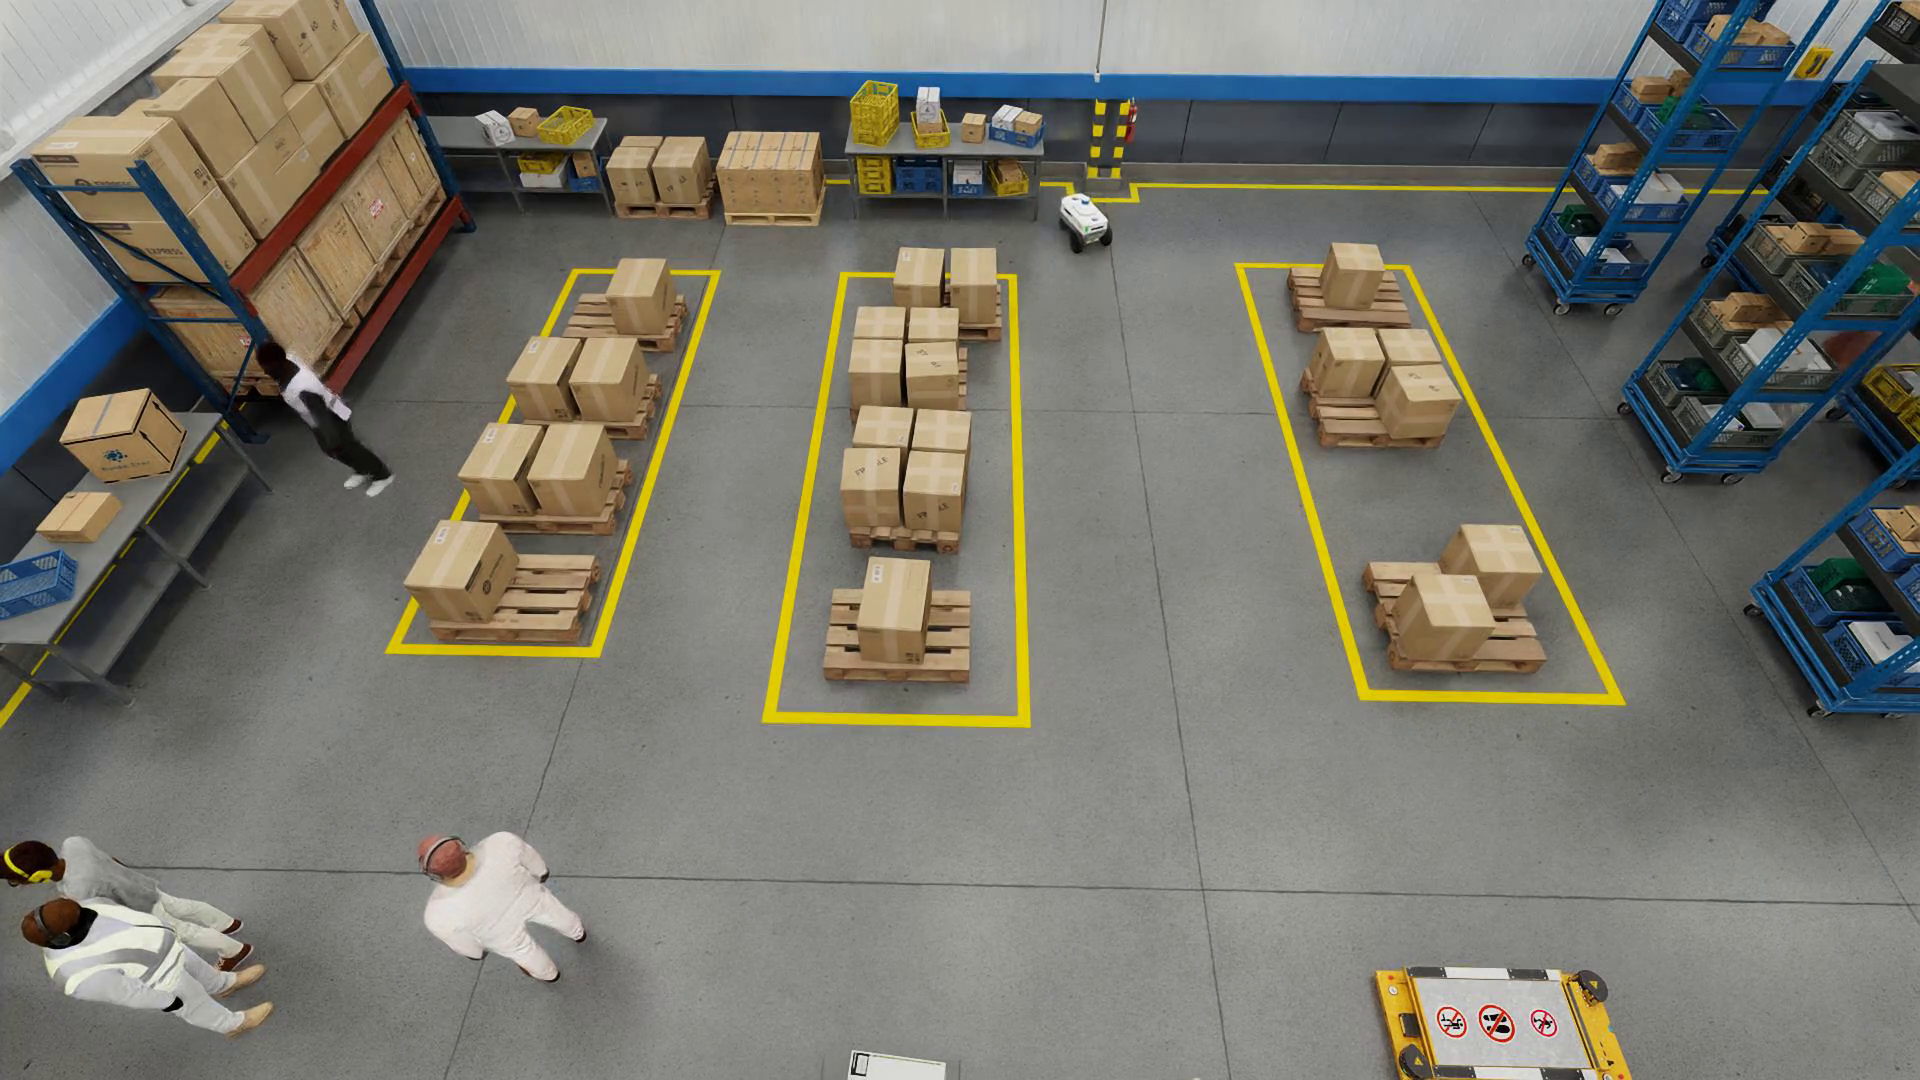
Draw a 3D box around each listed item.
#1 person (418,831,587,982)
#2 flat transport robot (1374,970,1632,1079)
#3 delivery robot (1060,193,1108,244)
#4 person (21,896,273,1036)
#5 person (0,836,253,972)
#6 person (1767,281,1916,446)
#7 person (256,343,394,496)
[{"bbox_3d":[-2.800,2.233,5.601,0.407,1.904,0.655,22,54,17],"label":"person"},{"bbox_3d":[3.501,3.133,5.914,1.431,0.197,0.652,1,51,1],"label":"flat transport robot"},{"bbox_3d":[1.560,-4.089,11.561,0.477,0.478,0.707,-19,53,-15],"label":"delivery robot"},{"bbox_3d":[-4.772,2.511,5.424,0.430,1.836,0.619,-33,58,-24],"label":"person"},{"bbox_3d":[-5.060,2.251,5.613,0.329,1.865,0.509,-31,57,-23],"label":"person"},{"bbox_3d":[8.220,-1.656,8.719,0.435,1.975,0.659,37,60,26],"label":"person"},{"bbox_3d":[-5.739,-1.070,8.309,0.641,1.883,0.456,32,58,23],"label":"person"}]
